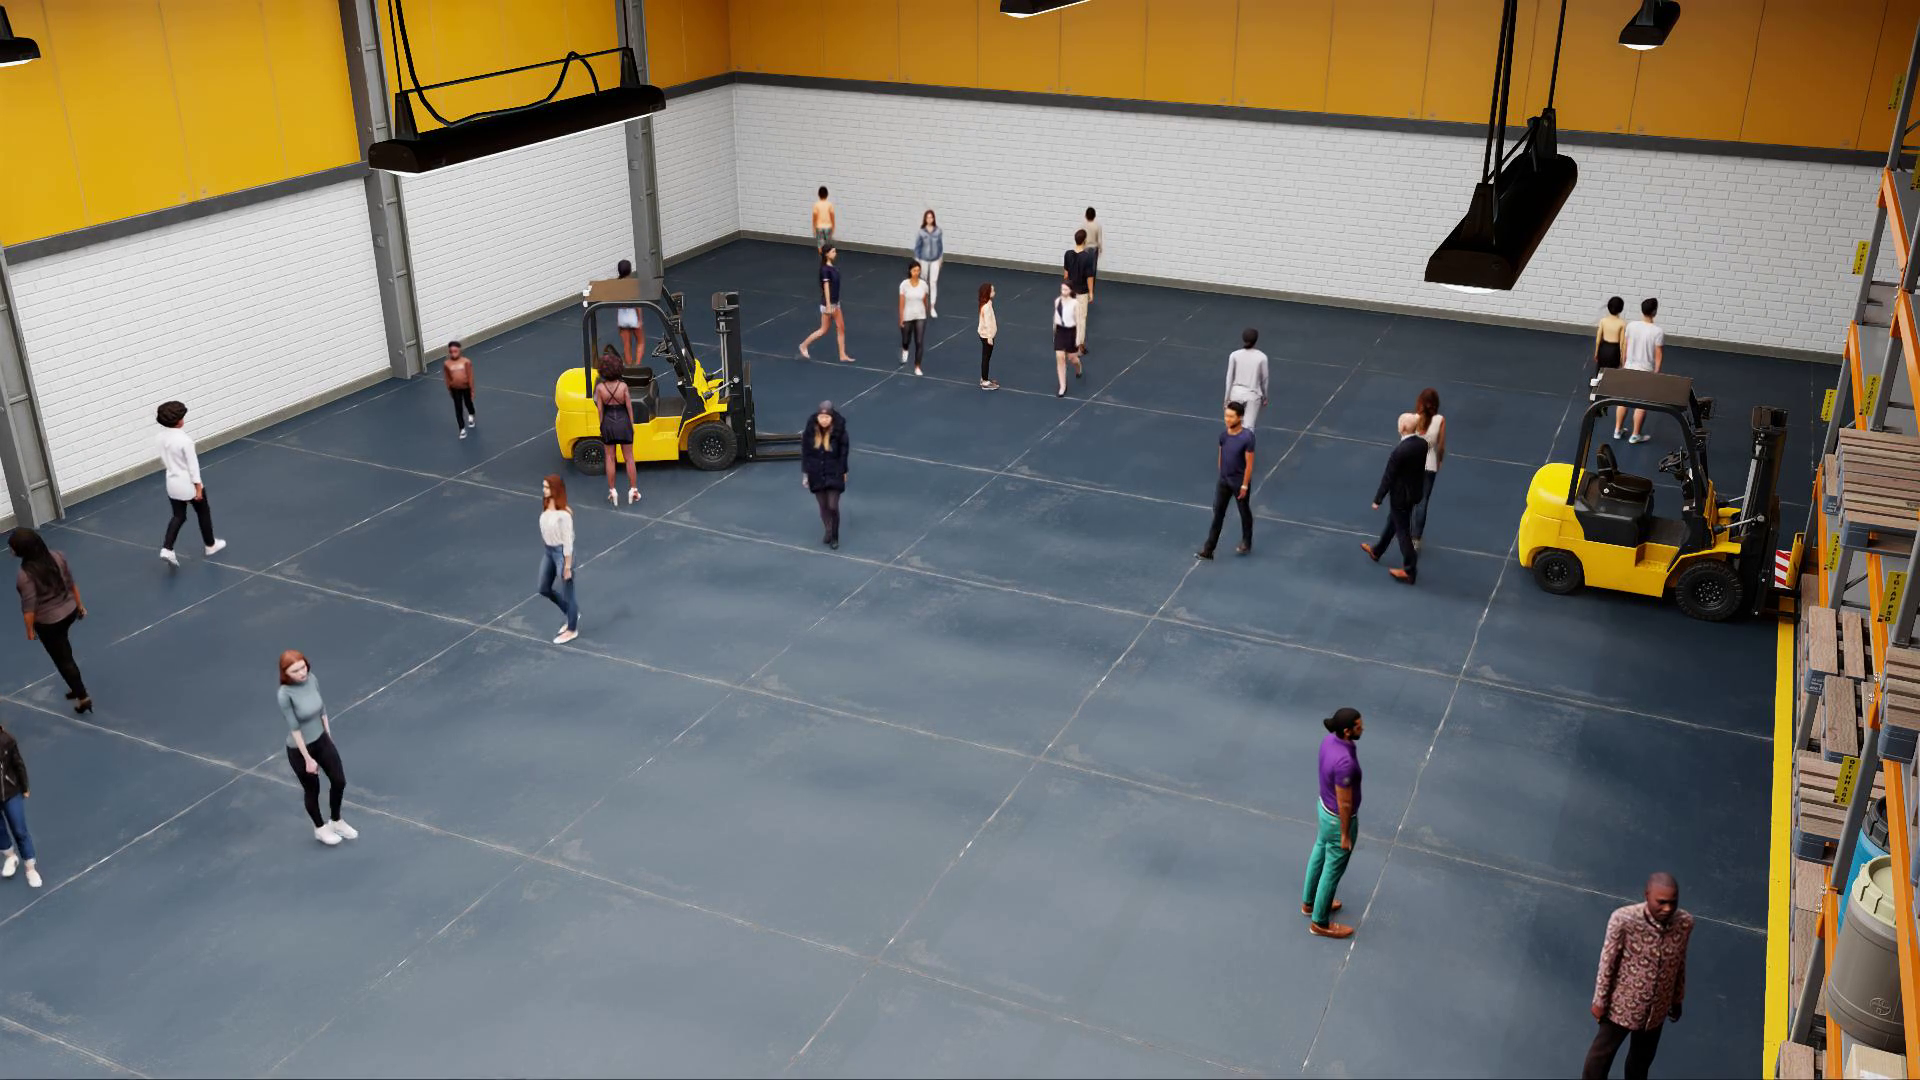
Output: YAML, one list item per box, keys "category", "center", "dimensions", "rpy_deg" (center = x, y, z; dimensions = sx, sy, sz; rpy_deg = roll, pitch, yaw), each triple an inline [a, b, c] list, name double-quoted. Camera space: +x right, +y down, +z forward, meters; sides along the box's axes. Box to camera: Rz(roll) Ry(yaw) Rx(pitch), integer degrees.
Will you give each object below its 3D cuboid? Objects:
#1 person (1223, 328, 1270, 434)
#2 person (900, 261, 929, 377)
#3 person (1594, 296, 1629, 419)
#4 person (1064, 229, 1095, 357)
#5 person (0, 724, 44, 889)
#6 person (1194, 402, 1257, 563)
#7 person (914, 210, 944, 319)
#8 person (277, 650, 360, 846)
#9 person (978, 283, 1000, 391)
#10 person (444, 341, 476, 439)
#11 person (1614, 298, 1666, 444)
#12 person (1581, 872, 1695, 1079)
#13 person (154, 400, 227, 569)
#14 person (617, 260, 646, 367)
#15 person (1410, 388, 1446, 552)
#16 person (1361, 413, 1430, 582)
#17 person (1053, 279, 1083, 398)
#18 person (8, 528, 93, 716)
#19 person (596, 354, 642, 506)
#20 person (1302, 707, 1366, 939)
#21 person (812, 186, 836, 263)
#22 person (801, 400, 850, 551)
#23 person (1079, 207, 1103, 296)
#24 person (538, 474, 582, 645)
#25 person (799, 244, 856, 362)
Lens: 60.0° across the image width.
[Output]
- category: "person"
  center: [3.457, -1.673, 20.156]
  dimensions: [0.746, 1.685, 1.190]
  rpy_deg: [8, 25, 17]
- category: "person"
  center: [-0.679, -3.168, 23.649]
  dimensions: [0.869, 1.627, 0.983]
  rpy_deg: [-5, 24, -11]
- category: "person"
  center: [8.462, -2.360, 21.777]
  dimensions: [0.725, 1.645, 0.700]
  rpy_deg: [-20, 31, -38]
- category: "person"
  center: [1.714, -3.637, 24.441]
  dimensions: [0.638, 1.851, 0.541]
  rpy_deg: [12, 26, 26]
- category: "person"
  center: [-7.168, 1.855, 12.367]
  dimensions: [0.862, 1.458, 0.889]
  rpy_deg: [-12, 26, -25]
- category: "person"
  center: [2.982, -0.623, 17.685]
  dimensions: [0.892, 1.741, 1.195]
  rpy_deg: [20, 31, 39]
- category: "person"
  center: [-0.509, -4.432, 26.487]
  dimensions: [1.020, 1.669, 1.190]
  rpy_deg: [-3, 24, -6]
- category: "person"
  center: [-5.016, 1.588, 12.649]
  dimensions: [0.625, 1.723, 0.536]
  rpy_deg: [10, 25, 21]
- category: "person"
  center: [0.380, -2.839, 23.075]
  dimensions: [0.703, 1.484, 0.597]
  rpy_deg: [-2, 24, -4]
- category: "person"
  center: [-6.405, -1.974, 21.410]
  dimensions: [0.828, 1.233, 0.949]
  rpy_deg: [-5, 24, -12]
- category: "person"
  center: [8.594, -2.155, 21.049]
  dimensions: [0.735, 1.853, 0.764]
  rpy_deg: [-17, 29, -34]
- category: "person"
  center: [4.041, 2.735, 9.920]
  dimensions: [0.782, 1.808, 0.769]
  rpy_deg: [-2, 24, -3]
- category: "person"
  center: [-8.237, -0.575, 17.517]
  dimensions: [0.769, 1.788, 1.123]
  rpy_deg: [6, 24, 13]
- category: "person"
  center: [-4.655, -3.027, 23.192]
  dimensions: [0.658, 1.733, 0.686]
  rpy_deg: [5, 24, 11]
- category: "person"
  center: [4.969, -0.720, 17.918]
  dimensions: [0.770, 1.732, 1.158]
  rpy_deg: [5, 24, 12]
- category: "person"
  center: [4.636, -0.416, 17.186]
  dimensions: [1.114, 1.761, 1.032]
  rpy_deg: [-19, 30, -37]
- category: "person"
  center: [1.496, -2.786, 22.765]
  dimensions: [0.587, 1.635, 0.861]
  rpy_deg: [13, 27, 27]
- category: "person"
  center: [-7.806, 0.735, 14.489]
  dimensions: [0.789, 1.811, 0.684]
  rpy_deg: [8, 25, 18]
- category: "person"
  center: [-3.939, -1.263, 19.089]
  dimensions: [0.664, 1.788, 0.698]
  rpy_deg: [-3, 24, -6]
- category: "person"
  center: [2.643, 1.960, 11.742]
  dimensions: [0.767, 1.767, 0.639]
  rpy_deg: [-1, 24, -3]
- category: "person"
  center: [-2.374, -5.406, 29.005]
  dimensions: [0.817, 1.437, 0.927]
  rpy_deg: [-5, 24, -12]
- category: "person"
  center: [-1.439, -0.748, 18.068]
  dimensions: [0.737, 1.662, 0.759]
  rpy_deg: [5, 24, 10]
- category: "person"
  center: [2.152, -4.750, 27.484]
  dimensions: [0.650, 1.453, 0.685]
  rpy_deg: [1, 24, 2]
- category: "person"
  center: [-3.762, 0.152, 15.934]
  dimensions: [0.709, 1.723, 0.684]
  rpy_deg: [-21, 31, -40]
- category: "person"
  center: [-1.968, -3.402, 24.046]
  dimensions: [0.824, 1.737, 1.059]
  rpy_deg: [4, 24, 9]
